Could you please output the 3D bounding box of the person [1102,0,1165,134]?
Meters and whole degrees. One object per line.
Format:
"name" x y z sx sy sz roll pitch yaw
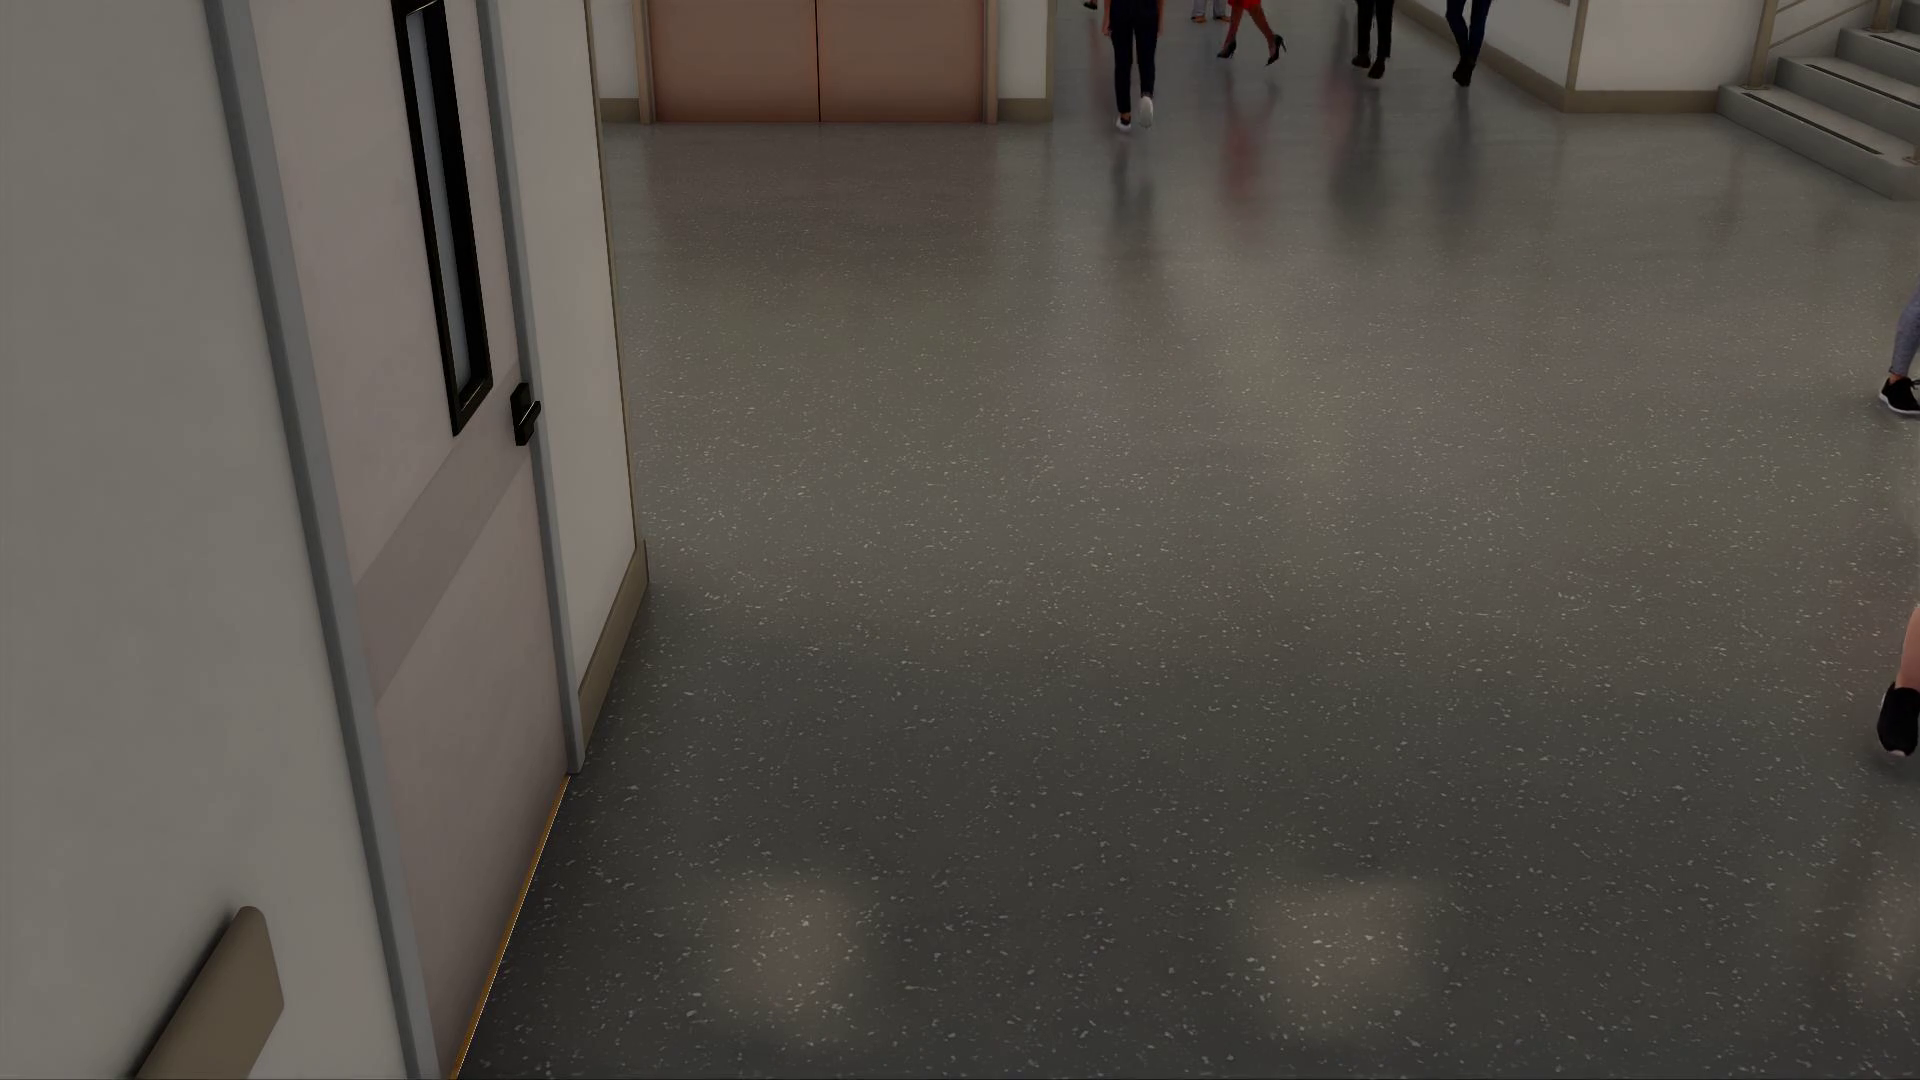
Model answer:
"person" 1.176 -3.526 11.169 0.795 1.616 0.637 -1 26 -2

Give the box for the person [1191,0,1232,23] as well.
"person" 2.468 -5.884 15.918 0.603 1.739 0.757 -9 27 -18

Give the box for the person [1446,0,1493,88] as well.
"person" 3.993 -4.333 12.714 0.638 1.728 0.647 -1 26 -3

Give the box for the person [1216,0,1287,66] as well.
"person" 2.394 -4.690 13.478 1.099 1.707 1.047 -17 31 -32

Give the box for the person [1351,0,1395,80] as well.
"person" 3.310 -4.488 13.005 1.134 1.755 0.763 -1 26 -3
